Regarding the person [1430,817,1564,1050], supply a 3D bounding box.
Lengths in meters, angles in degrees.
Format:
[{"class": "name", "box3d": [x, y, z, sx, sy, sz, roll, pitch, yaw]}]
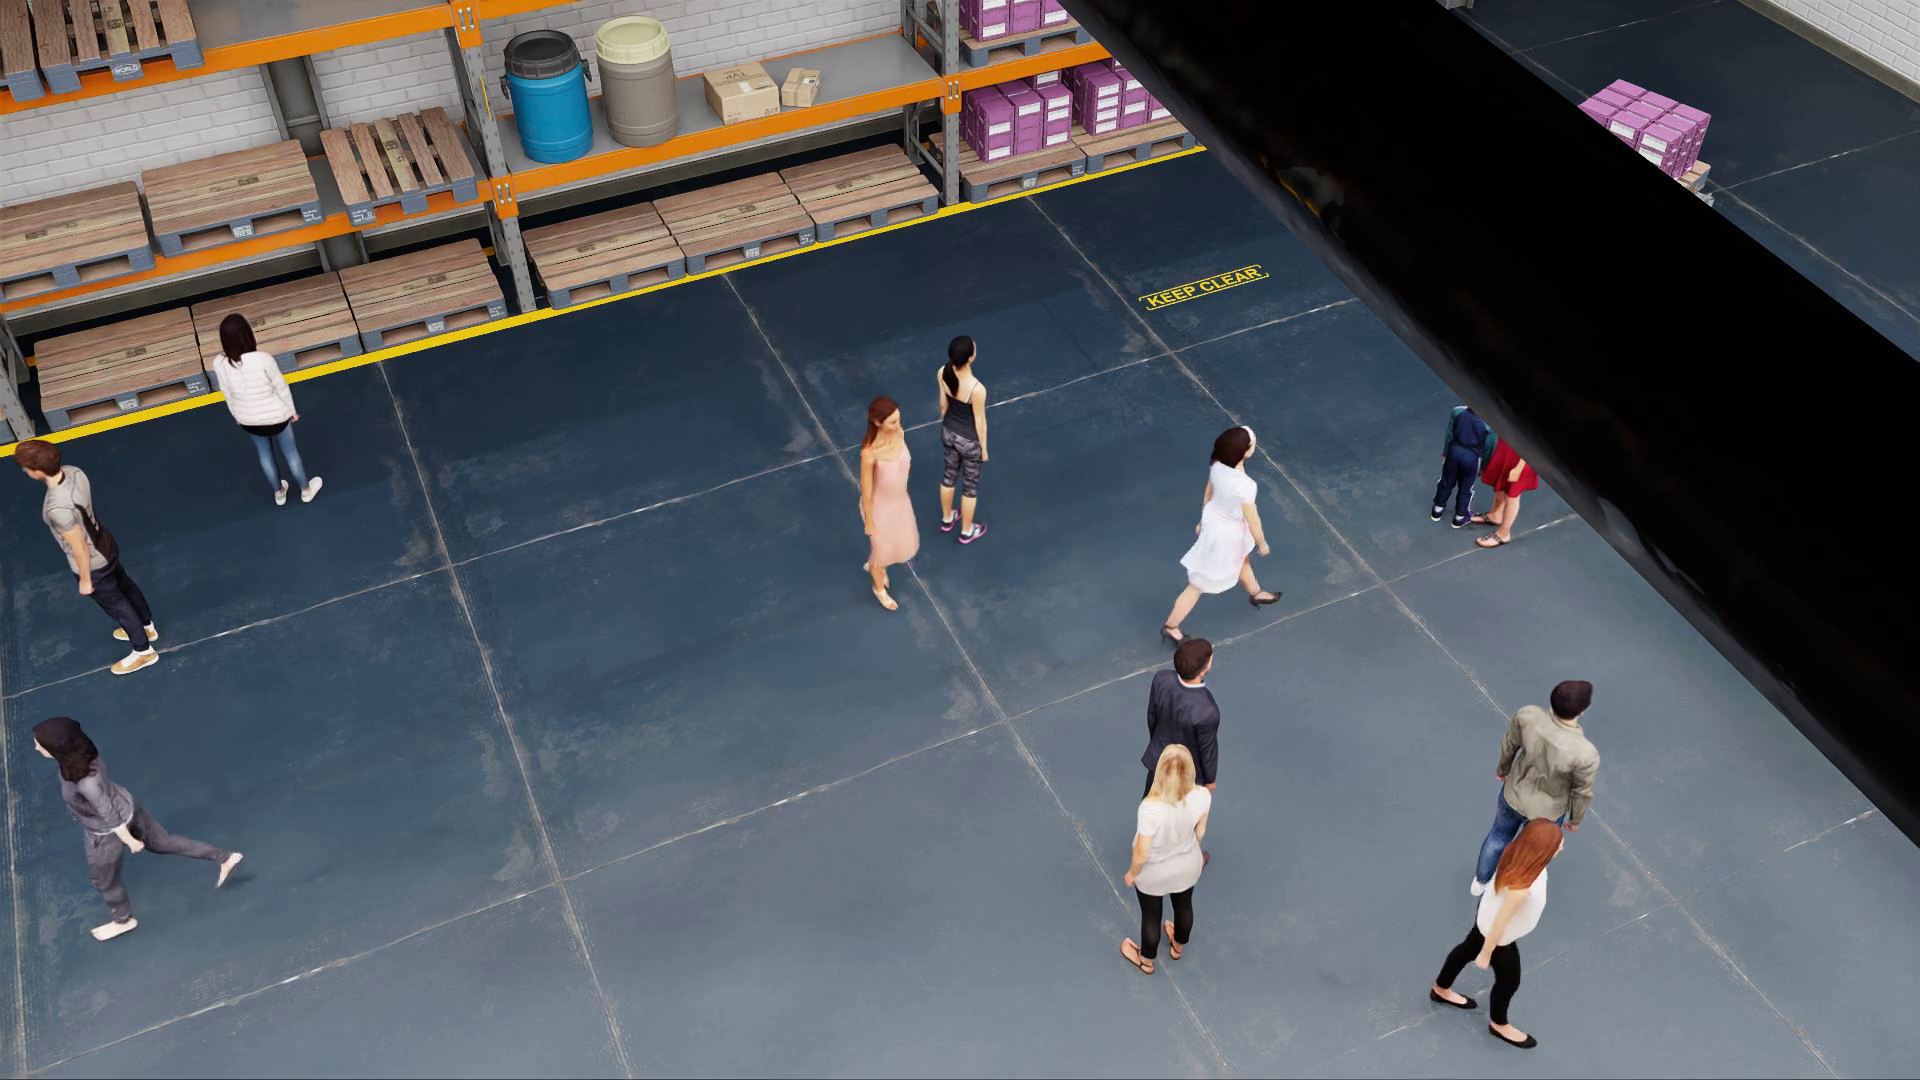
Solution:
[{"class": "person", "box3d": [2.776, 2.023, 8.846, 0.948, 1.703, 0.892, 15, 46, 15]}]

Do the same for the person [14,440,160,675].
[{"class": "person", "box3d": [-5.605, 0.084, 10.747, 0.624, 1.888, 0.691, -10, 44, -10]}]

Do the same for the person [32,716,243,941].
[{"class": "person", "box3d": [-4.642, 1.551, 9.327, 1.116, 1.724, 0.616, -16, 46, -16]}]

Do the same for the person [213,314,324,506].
[{"class": "person", "box3d": [-5.026, -0.930, 11.994, 0.609, 1.637, 0.746, -3, 44, -3]}]

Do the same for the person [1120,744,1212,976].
[{"class": "person", "box3d": [1.133, 1.761, 9.034, 0.473, 1.824, 0.676, -16, 46, -16]}]

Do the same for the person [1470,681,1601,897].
[{"class": "person", "box3d": [3.215, 1.450, 9.330, 0.694, 1.866, 0.771, -32, 52, -29]}]

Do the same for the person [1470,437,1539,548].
[{"class": "person", "box3d": [3.924, -0.614, 11.724, 0.701, 1.551, 0.642, -1, 44, -1]}]

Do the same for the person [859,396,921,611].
[{"class": "person", "box3d": [-0.568, -0.271, 11.171, 0.815, 1.817, 0.742, 30, 51, 28]}]

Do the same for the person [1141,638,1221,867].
[{"class": "person", "box3d": [1.261, 1.249, 9.540, 0.699, 1.868, 0.704, -33, 53, -30]}]

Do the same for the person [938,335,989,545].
[{"class": "person", "box3d": [0.008, -0.710, 11.699, 0.635, 1.725, 0.649, 31, 51, 28]}]

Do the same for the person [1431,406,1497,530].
[{"class": "person", "box3d": [3.625, -0.617, 11.942, 0.568, 1.255, 0.588, 28, 50, 26]}]

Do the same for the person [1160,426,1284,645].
[{"class": "person", "box3d": [1.624, 0.045, 10.878, 1.214, 1.765, 0.757, -12, 45, -12]}]
